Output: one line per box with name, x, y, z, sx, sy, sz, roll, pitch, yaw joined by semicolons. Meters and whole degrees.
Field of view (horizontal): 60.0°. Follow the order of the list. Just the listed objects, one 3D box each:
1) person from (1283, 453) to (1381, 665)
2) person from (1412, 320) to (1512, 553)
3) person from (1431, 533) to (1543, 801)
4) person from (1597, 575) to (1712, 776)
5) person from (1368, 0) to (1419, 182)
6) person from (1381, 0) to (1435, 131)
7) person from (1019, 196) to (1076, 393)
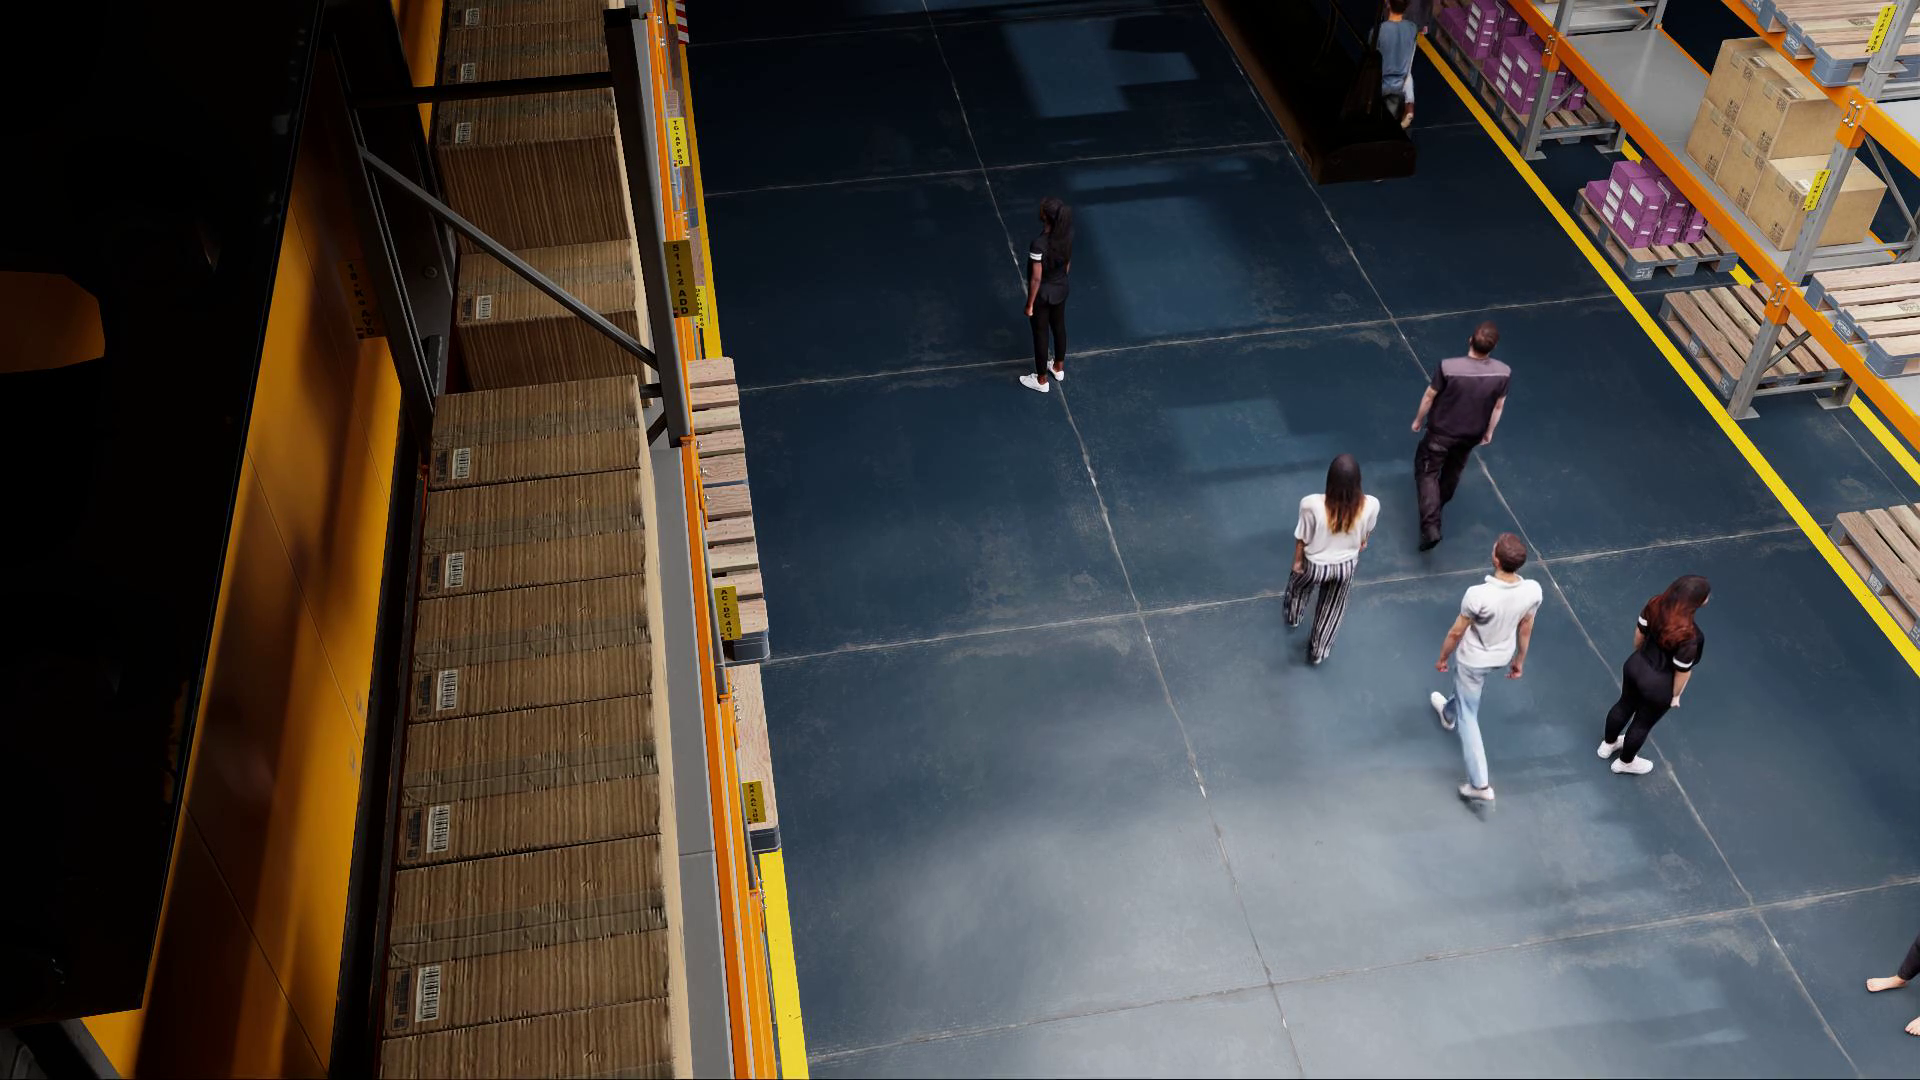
person;2.414;0.166;10.835;0.820;1.664;0.964;4;44;4
person;3.464;-0.722;11.647;0.842;1.830;1.116;1;44;1
person;3.211;0.791;10.074;0.708;1.808;1.227;-11;45;-11
person;4.245;0.817;10.170;0.701;1.639;0.564;-13;45;-14
person;3.935;-4.138;15.266;0.656;1.784;0.900;-6;44;-6
person;4.268;-4.830;15.974;0.666;1.811;1.065;-6;44;-6
person;0.691;-1.929;12.987;0.753;1.729;0.716;34;53;30
